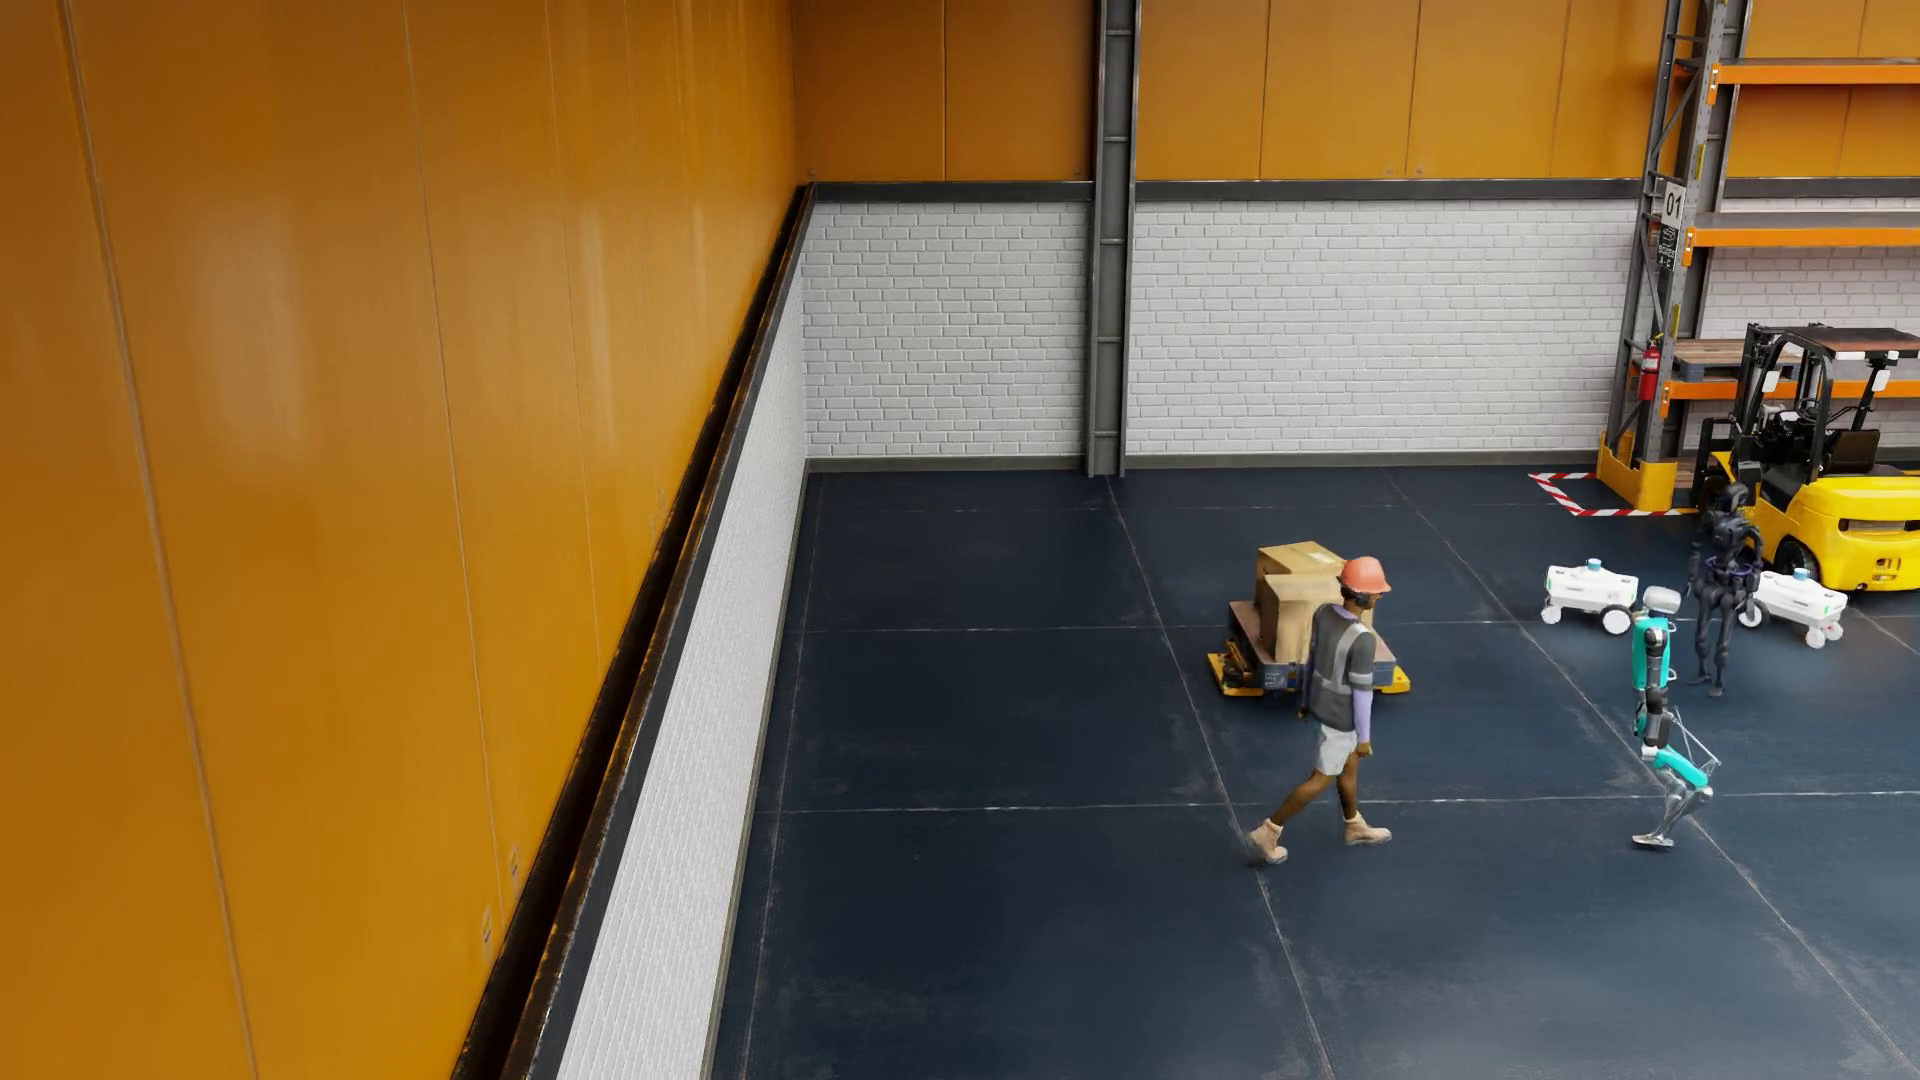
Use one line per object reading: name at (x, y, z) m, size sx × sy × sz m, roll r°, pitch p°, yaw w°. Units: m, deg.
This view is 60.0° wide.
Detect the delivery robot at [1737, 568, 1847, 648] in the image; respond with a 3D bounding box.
delivery robot at (6.877, 0.520, 13.720) m, size 0.499 × 0.589 × 0.784 m, roll -14°, pitch 24°, yaw -33°

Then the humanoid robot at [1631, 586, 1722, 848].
humanoid robot at (4.445, 1.216, 10.312) m, size 0.717 × 1.905 × 0.548 m, roll 5°, pitch 21°, yaw 14°

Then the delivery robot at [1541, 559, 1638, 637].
delivery robot at (5.291, 0.455, 13.901) m, size 0.774 × 0.592 × 0.499 m, roll 8°, pitch 22°, yaw 21°

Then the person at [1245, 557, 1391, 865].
person at (2.248, 1.054, 10.211) m, size 0.983 × 2.007 × 0.621 m, roll -4°, pitch 21°, yaw -12°

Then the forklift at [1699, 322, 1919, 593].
forklift at (7.809, -0.792, 14.926) m, size 1.214 × 2.155 × 2.313 m, roll -1°, pitch 20°, yaw -2°

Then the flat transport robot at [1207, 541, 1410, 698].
flat transport robot at (2.692, 0.984, 12.886) m, size 1.431 × 0.231 × 0.659 m, roll -1°, pitch 20°, yaw -3°

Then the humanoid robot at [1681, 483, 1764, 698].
humanoid robot at (5.722, 0.360, 12.540) m, size 0.398 × 1.648 × 0.613 m, roll -13°, pitch 24°, yaw -32°
